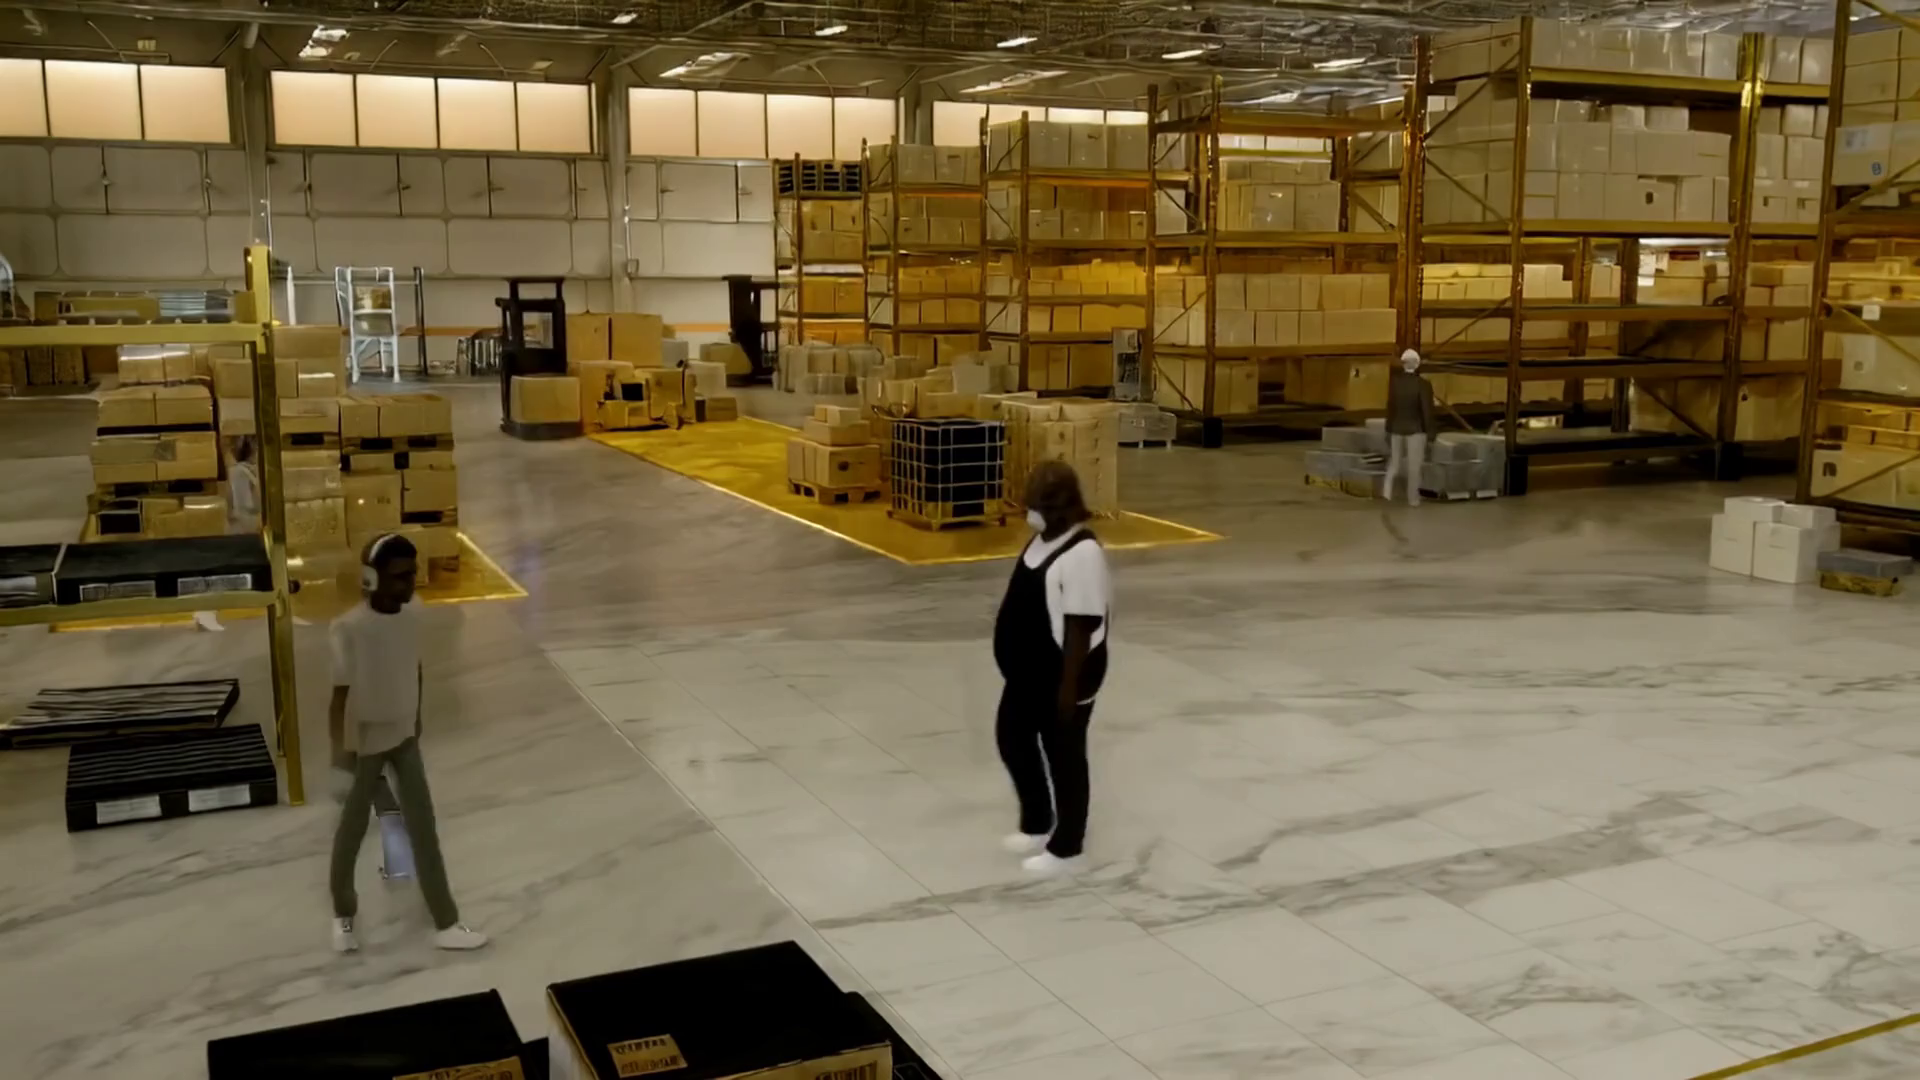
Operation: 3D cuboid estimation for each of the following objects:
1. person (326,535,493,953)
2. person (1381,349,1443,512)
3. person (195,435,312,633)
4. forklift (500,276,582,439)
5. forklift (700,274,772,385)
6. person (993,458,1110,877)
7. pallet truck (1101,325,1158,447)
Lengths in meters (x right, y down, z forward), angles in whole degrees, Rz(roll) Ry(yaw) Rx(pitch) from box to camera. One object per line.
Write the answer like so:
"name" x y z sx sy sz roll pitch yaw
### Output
"person" -2.407 0.877 7.000 0.816 1.812 0.562 6 11 33
"person" 5.439 -1.309 20.050 0.483 1.974 0.783 -7 12 -38
"person" -5.754 -0.049 13.357 0.854 1.599 0.535 -1 9 -9
"forklift" -7.380 -3.234 29.149 1.129 2.768 1.873 -4 10 -25
"forklift" -5.568 -5.306 42.007 1.873 2.768 1.129 -4 10 -25
"person" 0.416 0.608 7.911 0.565 2.000 0.709 -3 10 -17
"pallet truck" 2.881 -2.596 27.923 0.823 1.965 1.885 -1 9 -7
